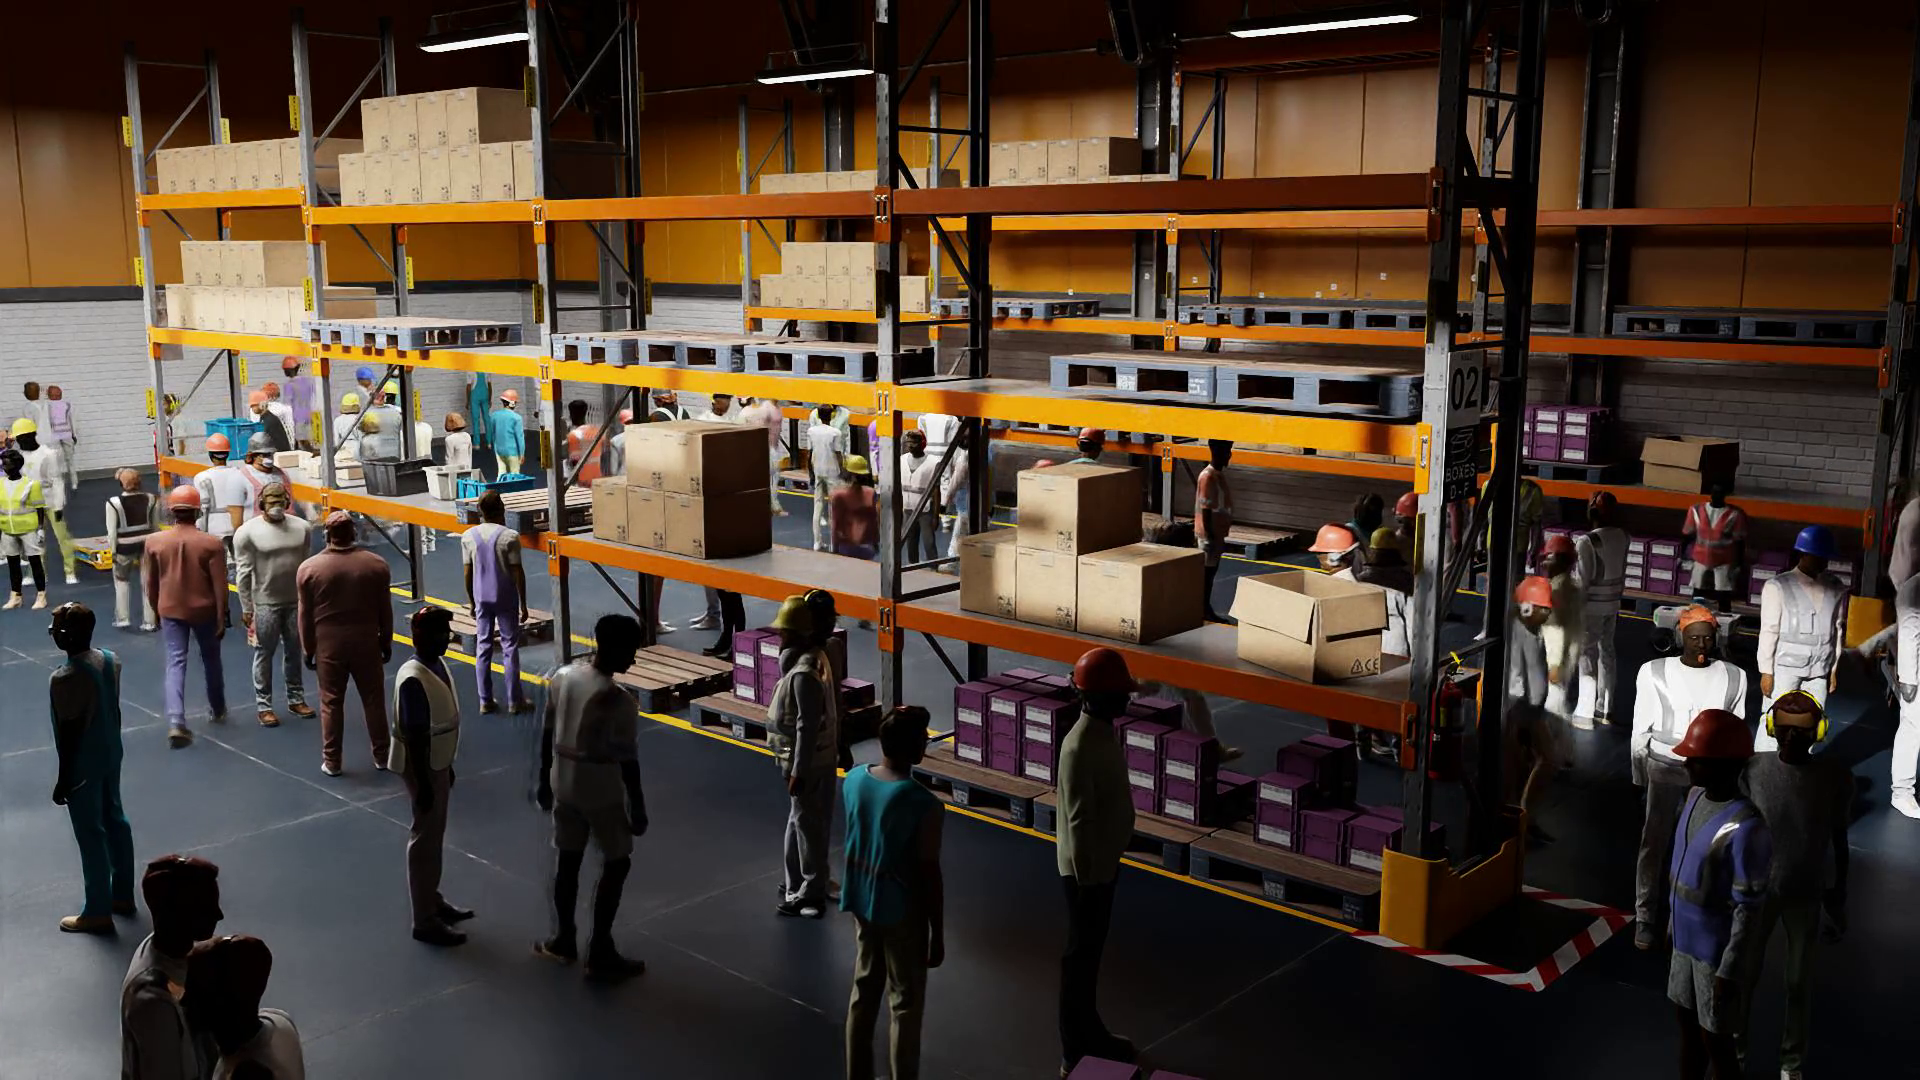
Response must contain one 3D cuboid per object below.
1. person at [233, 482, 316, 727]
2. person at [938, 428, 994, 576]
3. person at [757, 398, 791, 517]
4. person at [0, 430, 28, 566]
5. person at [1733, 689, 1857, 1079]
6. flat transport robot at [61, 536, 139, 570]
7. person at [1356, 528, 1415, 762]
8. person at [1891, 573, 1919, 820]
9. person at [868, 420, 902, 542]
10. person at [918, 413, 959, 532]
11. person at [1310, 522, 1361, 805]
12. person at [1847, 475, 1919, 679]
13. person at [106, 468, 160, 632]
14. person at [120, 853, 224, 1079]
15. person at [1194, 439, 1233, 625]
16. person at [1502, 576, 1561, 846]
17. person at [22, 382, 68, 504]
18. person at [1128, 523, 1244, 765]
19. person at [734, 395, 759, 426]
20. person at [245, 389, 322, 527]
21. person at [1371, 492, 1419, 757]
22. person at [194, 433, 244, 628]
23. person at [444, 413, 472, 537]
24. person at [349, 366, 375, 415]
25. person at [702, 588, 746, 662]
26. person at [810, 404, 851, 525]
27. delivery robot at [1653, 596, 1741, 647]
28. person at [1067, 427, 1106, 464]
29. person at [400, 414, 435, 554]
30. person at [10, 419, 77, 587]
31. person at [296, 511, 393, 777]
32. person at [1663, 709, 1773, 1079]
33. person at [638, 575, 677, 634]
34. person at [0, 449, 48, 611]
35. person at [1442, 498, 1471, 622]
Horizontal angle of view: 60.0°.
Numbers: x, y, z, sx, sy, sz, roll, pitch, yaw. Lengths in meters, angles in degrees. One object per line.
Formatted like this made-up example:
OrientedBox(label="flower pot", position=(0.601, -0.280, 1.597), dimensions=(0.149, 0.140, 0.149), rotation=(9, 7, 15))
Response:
OrientedBox(label="person", position=(-5.400, 0.495, 13.184), dimensions=(0.351, 1.936, 0.634), rotation=(9, 13, 40))
OrientedBox(label="person", position=(0.124, -0.403, 18.714), dimensions=(0.991, 1.793, 0.620), rotation=(3, 10, 16))
OrientedBox(label="person", position=(-2.773, -1.281, 23.341), dimensions=(0.782, 1.913, 0.632), rotation=(3, 10, 14))
OrientedBox(label="person", position=(-11.229, -0.486, 19.605), dimensions=(0.523, 1.631, 0.313), rotation=(4, 11, 20))
OrientedBox(label="person", position=(3.625, 1.565, 7.326), dimensions=(0.538, 1.869, 0.313), rotation=(5, 11, 26))
OrientedBox(label="flat transport robot", position=(-10.215, 0.129, 19.962), dimensions=(0.652, 0.197, 1.431), rotation=(-10, 14, -44))
OrientedBox(label="person", position=(3.100, 0.770, 12.218), dimensions=(0.493, 1.735, 0.323), rotation=(2, 10, 9))
OrientedBox(label="person", position=(6.503, 0.890, 11.039), dimensions=(0.642, 1.909, 0.409), rotation=(-4, 11, -21))
OrientedBox(label="person", position=(-0.911, -0.920, 21.227), dimensions=(0.393, 1.927, 0.549), rotation=(9, 13, 40))
OrientedBox(label="person", position=(-0.282, -1.032, 22.005), dimensions=(0.568, 1.878, 0.351), rotation=(3, 10, 14))
OrientedBox(label="person", position=(2.465, 0.869, 10.910), dimensions=(0.393, 1.990, 0.616), rotation=(2, 10, 11))
OrientedBox(label="person", position=(8.046, 0.326, 14.179), dimensions=(0.579, 1.921, 0.641), rotation=(7, 12, 33))
OrientedBox(label="person", position=(-8.135, 0.089, 16.363), dimensions=(0.535, 1.617, 0.616), rotation=(-9, 14, -43))
OrientedBox(label="person", position=(-2.483, 1.910, 5.364), dimensions=(0.371, 1.878, 0.588), rotation=(-3, 11, -17))
OrientedBox(label="person", position=(2.499, -0.084, 16.377), dimensions=(0.366, 1.963, 0.610), rotation=(4, 11, 19))
OrientedBox(label="person", position=(3.586, 1.084, 10.410), dimensions=(0.544, 1.732, 0.574), rotation=(8, 13, 37))
OrientedBox(label="person", position=(-13.577, -1.420, 24.396), dimensions=(0.979, 1.793, 0.516), rotation=(4, 11, 22))
OrientedBox(label="person", position=(1.568, 0.768, 12.053), dimensions=(0.959, 1.794, 0.632), rotation=(8, 13, 38))
OrientedBox(label="person", position=(-3.108, -1.367, 24.263), dimensions=(0.357, 1.744, 0.568), rotation=(3, 10, 17))
OrientedBox(label="person", position=(-8.937, -1.038, 21.917), dimensions=(0.976, 1.930, 0.647), rotation=(-6, 12, -30))
OrientedBox(label="person", position=(3.304, 0.619, 12.358), dimensions=(0.621, 1.986, 0.409), rotation=(-6, 11, -29))
OrientedBox(label="person", position=(-7.296, -0.095, 16.517), dimensions=(0.543, 1.939, 0.371), rotation=(-8, 13, -40))
OrientedBox(label="person", position=(-6.523, -0.846, 21.651), dimensions=(0.281, 1.626, 0.504), rotation=(3, 11, 19))
OrientedBox(label="person", position=(-9.166, -1.711, 25.634), dimensions=(0.408, 1.943, 0.613), rotation=(1, 10, 7))
OrientedBox(label="person", position=(-2.140, 0.129, 15.173), dimensions=(0.367, 1.966, 0.606), rotation=(-5, 11, -28))
OrientedBox(label="person", position=(-1.762, -1.159, 22.628), dimensions=(0.591, 1.909, 0.384), rotation=(-5, 11, -28))
OrientedBox(label="delivery robot", position=(6.783, 0.764, 15.308), dimensions=(0.707, 0.478, 0.477), rotation=(7, 12, 34))
OrientedBox(label="person", position=(1.281, -0.126, 16.432), dimensions=(0.412, 2.035, 0.610), rotation=(-9, 14, -43))
OrientedBox(label="person", position=(-6.669, -0.779, 20.441), dimensions=(0.383, 1.918, 0.597), rotation=(2, 10, 10))
OrientedBox(label="person", position=(-10.170, -0.407, 18.432), dimensions=(0.597, 1.887, 0.637), rotation=(3, 10, 17))
OrientedBox(label="person", position=(-4.400, 0.738, 11.938), dimensions=(0.641, 1.899, 0.397), rotation=(-5, 11, -25))
OrientedBox(label="person", position=(3.029, 1.629, 6.772), dimensions=(0.356, 1.939, 0.543), rotation=(-1, 10, -3))
OrientedBox(label="person", position=(-3.005, -0.023, 16.207), dimensions=(0.402, 1.908, 0.598), rotation=(-6, 12, -30))
OrientedBox(label="person", position=(-9.744, -0.102, 17.238), dimensions=(0.540, 1.695, 0.318), rotation=(0, 10, 1))
OrientedBox(label="person", position=(4.938, -0.089, 16.811), dimensions=(0.403, 1.823, 0.596), rotation=(-1, 10, -5))
